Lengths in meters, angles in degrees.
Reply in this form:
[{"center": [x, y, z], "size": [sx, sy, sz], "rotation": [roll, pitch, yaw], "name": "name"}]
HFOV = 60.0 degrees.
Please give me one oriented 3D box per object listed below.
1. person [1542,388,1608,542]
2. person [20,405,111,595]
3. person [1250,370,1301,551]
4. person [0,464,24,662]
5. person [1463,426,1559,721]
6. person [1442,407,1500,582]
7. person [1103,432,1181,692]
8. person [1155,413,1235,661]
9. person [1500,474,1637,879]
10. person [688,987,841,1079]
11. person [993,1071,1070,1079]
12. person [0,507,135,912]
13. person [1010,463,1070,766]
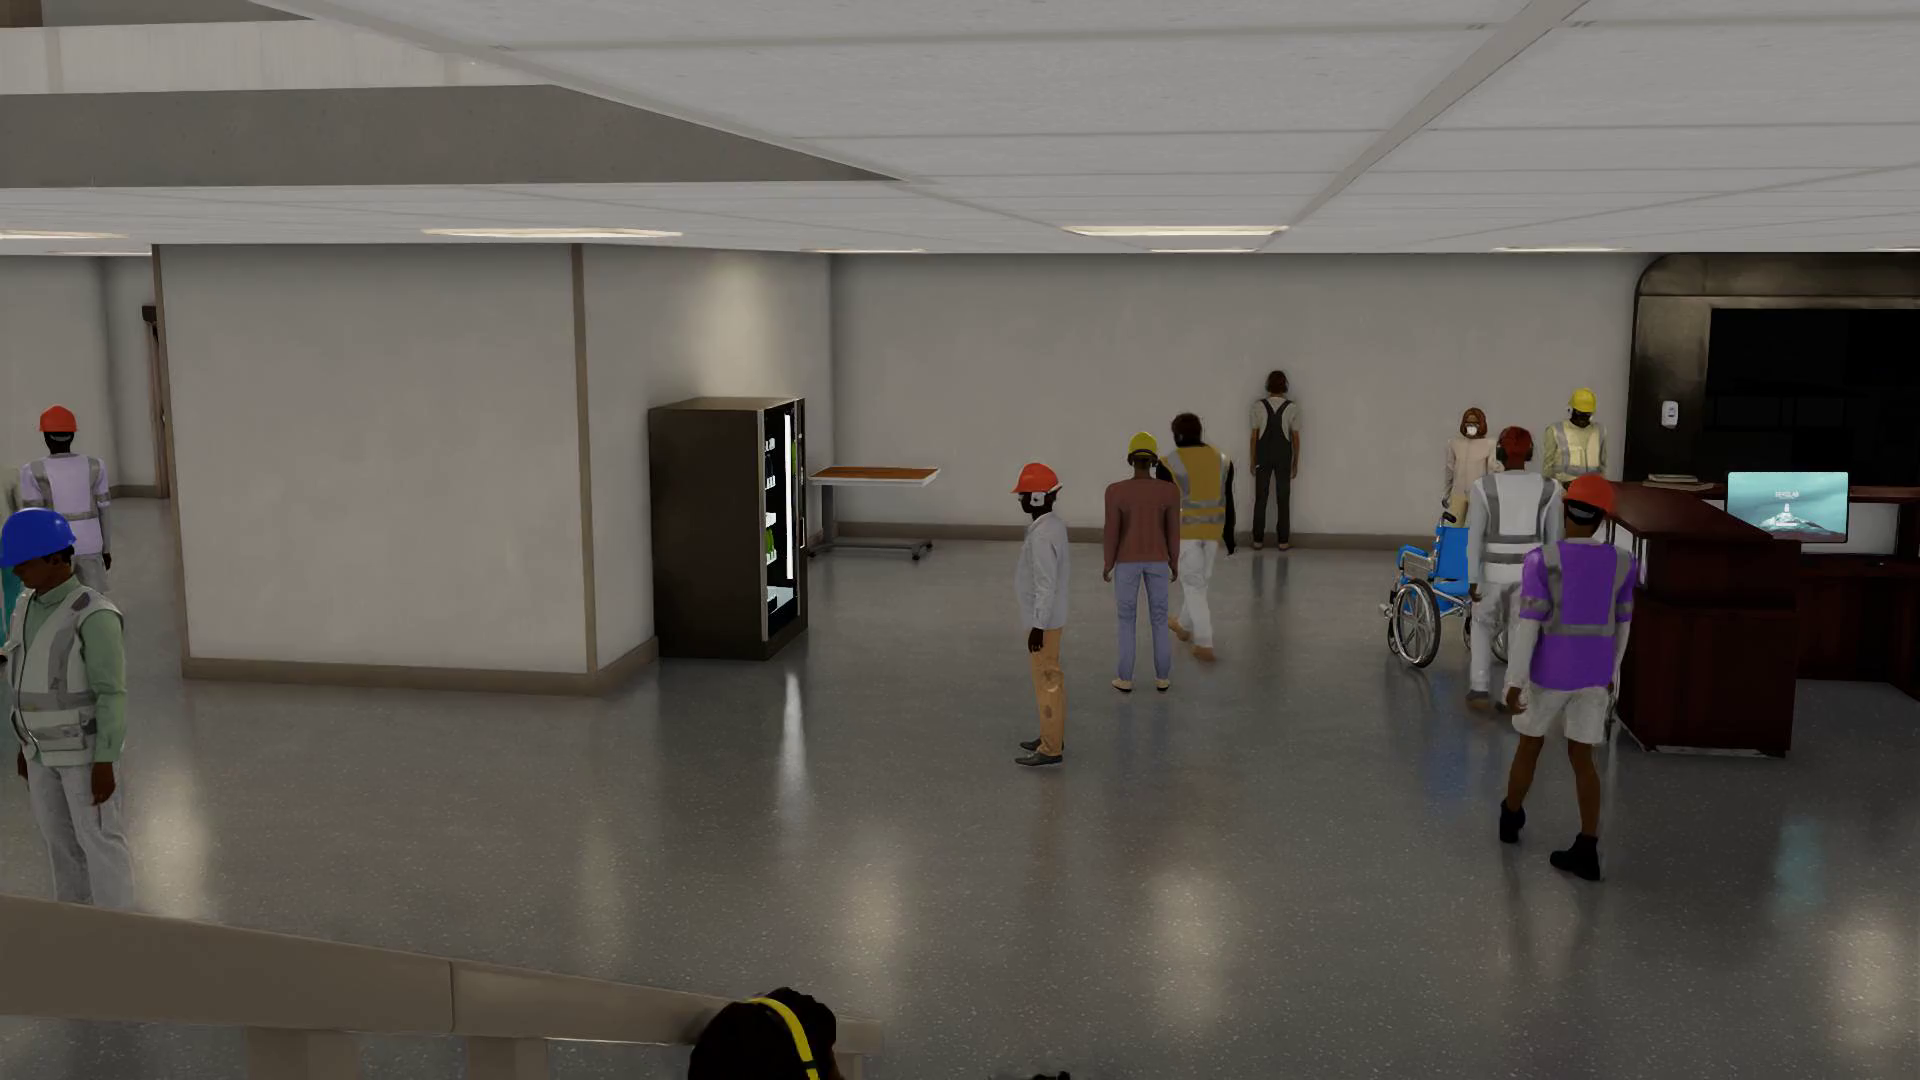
[{"center": [5.440, -0.434, 14.697], "size": [0.589, 1.822, 0.403], "rotation": [-1, 9, -5], "name": "person"}, {"center": [-6.071, 0.053, 11.331], "size": [0.546, 1.939, 0.375], "rotation": [-9, 13, -43], "name": "person"}, {"center": [3.195, -0.801, 16.917], "size": [0.501, 1.839, 0.343], "rotation": [2, 9, 13], "name": "person"}, {"center": [-7.109, 0.015, 12.247], "size": [0.552, 1.712, 0.927], "rotation": [-6, 11, -34], "name": "person"}, {"center": [3.503, 0.200, 10.627], "size": [0.592, 1.866, 0.571], "rotation": [1, 9, 5], "name": "person"}, {"center": [4.608, -0.386, 15.017], "size": [0.505, 1.627, 0.286], "rotation": [6, 11, 35], "name": "person"}, {"center": [1.225, 0.149, 11.272], "size": [0.532, 1.767, 0.328], "rotation": [-1, 9, -5], "name": "person"}, {"center": [1.680, -0.046, 12.389], "size": [0.631, 1.795, 0.924], "rotation": [-4, 10, -23], "name": "person"}, {"center": [2.893, 0.626, 7.979], "size": [0.620, 1.875, 0.814], "rotation": [0, 9, -2], "name": "person"}, {"center": [-0.373, 1.564, 2.402], "size": [0.852, 1.821, 0.504], "rotation": [-3, 10, -19], "name": "person"}, {"center": [0.178, 1.555, 2.082], "size": [0.660, 1.926, 0.544], "rotation": [5, 11, 30], "name": "person"}, {"center": [-3.538, 0.823, 6.583], "size": [0.604, 1.937, 0.402], "rotation": [5, 11, 30], "name": "person"}, {"center": [0.454, 0.426, 9.595], "size": [0.342, 1.748, 0.573], "rotation": [1, 9, 9], "name": "person"}]
